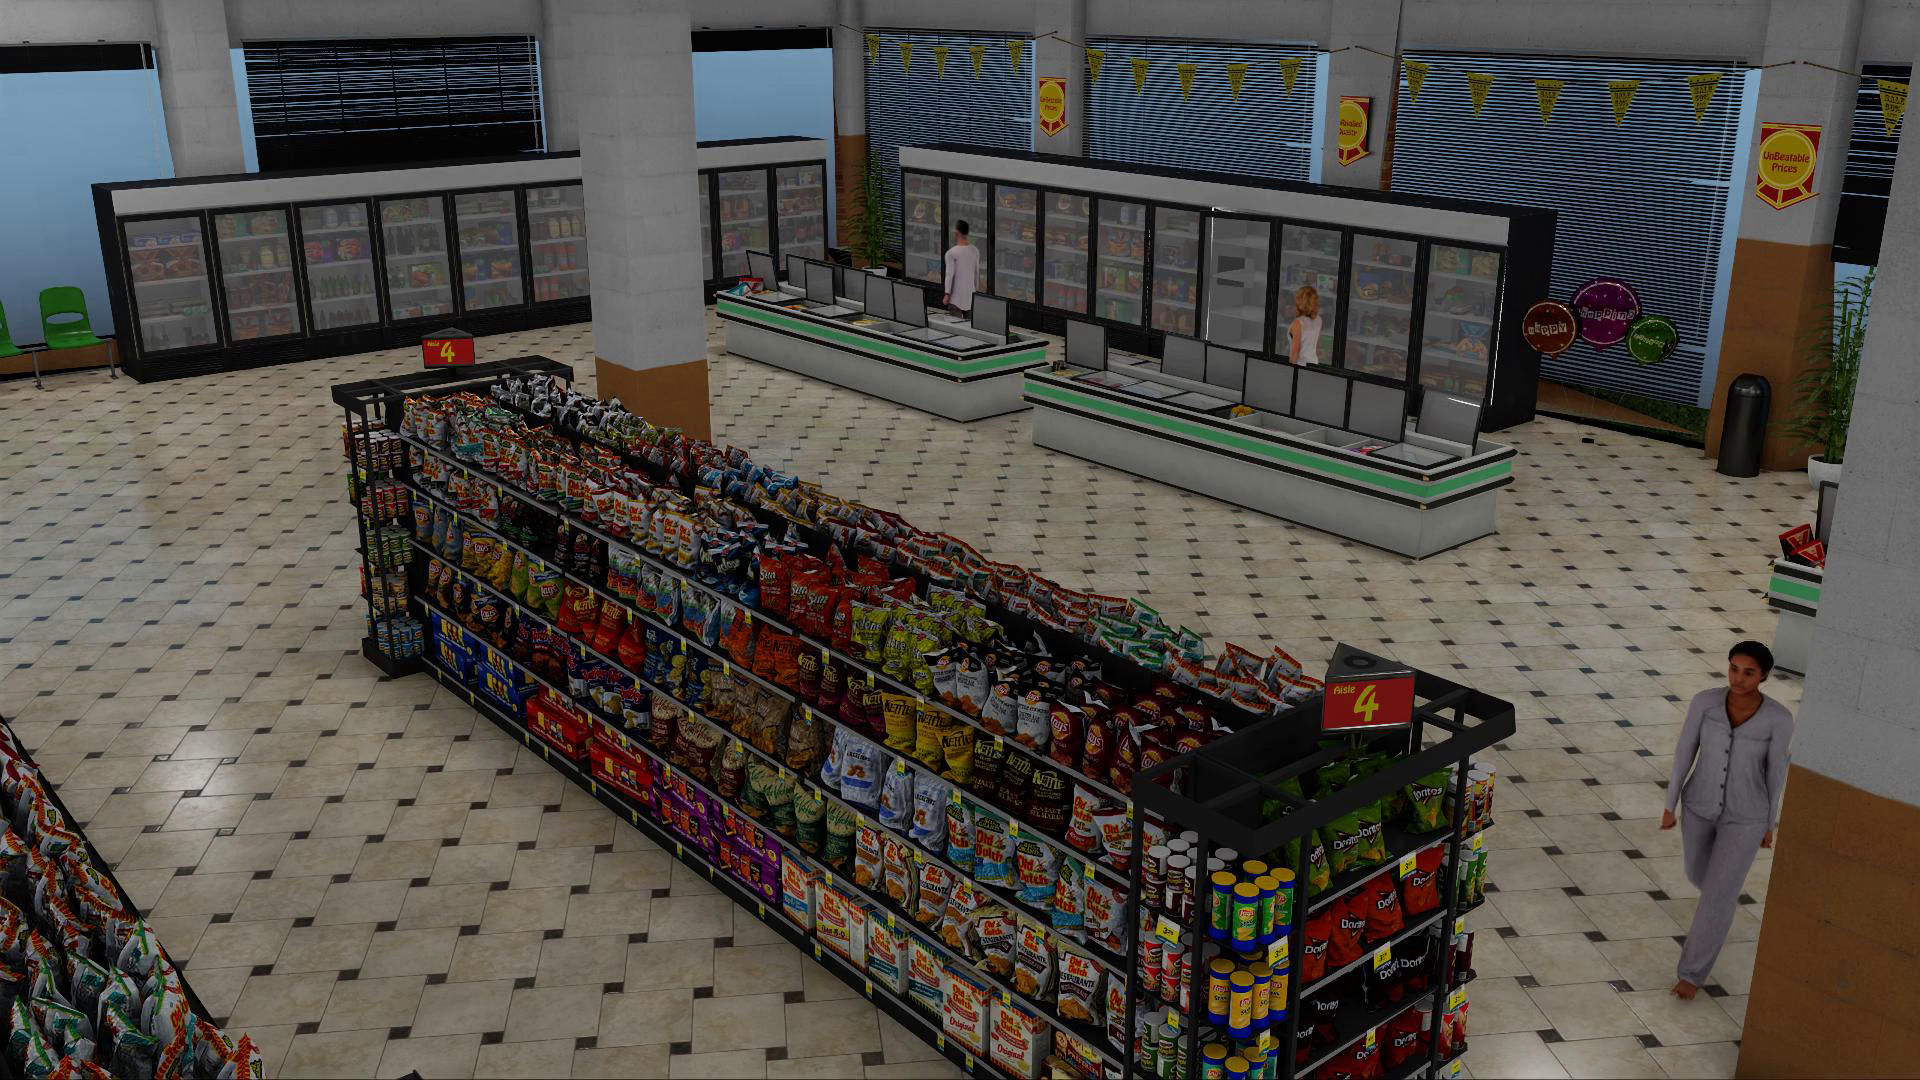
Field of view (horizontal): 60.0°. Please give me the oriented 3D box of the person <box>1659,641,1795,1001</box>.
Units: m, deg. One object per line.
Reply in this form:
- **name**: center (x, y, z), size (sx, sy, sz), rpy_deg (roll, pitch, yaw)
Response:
- **person**: center (3.698, 1.283, 8.010), size (1.122, 1.702, 0.836), rpy_deg (15, 24, 38)

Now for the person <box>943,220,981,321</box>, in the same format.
- **person**: center (0.030, -3.060, 20.683), size (0.667, 1.835, 0.555), rpy_deg (-14, 23, -35)

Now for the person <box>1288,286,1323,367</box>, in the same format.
- **person**: center (3.558, -1.792, 17.180), size (0.577, 1.670, 0.531), rpy_deg (-15, 24, -37)
